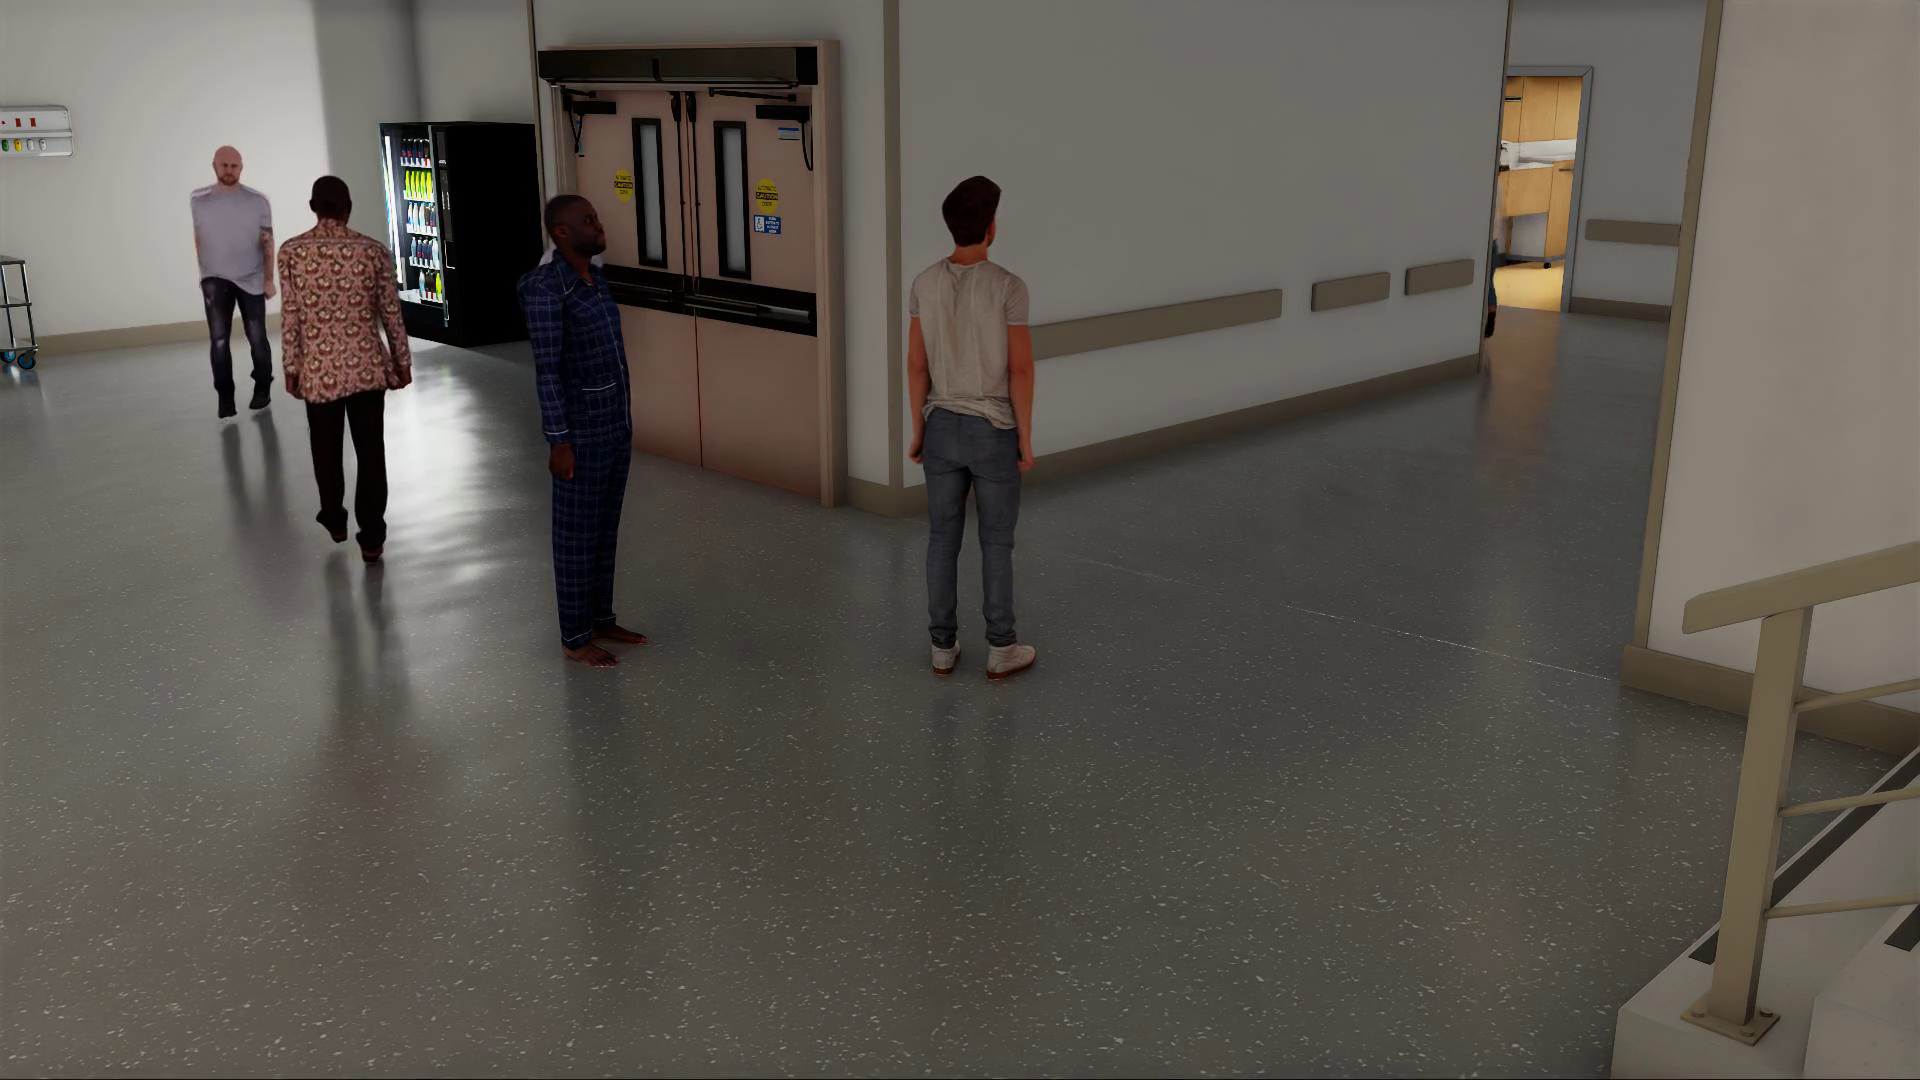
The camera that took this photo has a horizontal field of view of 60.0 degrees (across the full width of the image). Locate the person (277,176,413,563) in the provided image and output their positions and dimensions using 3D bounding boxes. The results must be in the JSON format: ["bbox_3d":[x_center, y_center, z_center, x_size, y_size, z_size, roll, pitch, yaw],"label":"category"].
[{"bbox_3d":[-2.869,-0.766,7.761,0.977,1.785,1.105,-5,17,-18],"label":"person"}]

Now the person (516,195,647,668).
[{"bbox_3d":[-1.471,-0.438,6.527,0.786,1.822,0.773,4,16,14],"label":"person"}]

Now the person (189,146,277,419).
[{"bbox_3d":[-4.861,-1.727,11.190,1.010,1.773,1.165,-3,16,-10],"label":"person"}]

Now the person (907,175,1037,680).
[{"bbox_3d":[0.039,-0.413,6.302,0.653,1.898,0.795,6,17,19],"label":"person"}]
